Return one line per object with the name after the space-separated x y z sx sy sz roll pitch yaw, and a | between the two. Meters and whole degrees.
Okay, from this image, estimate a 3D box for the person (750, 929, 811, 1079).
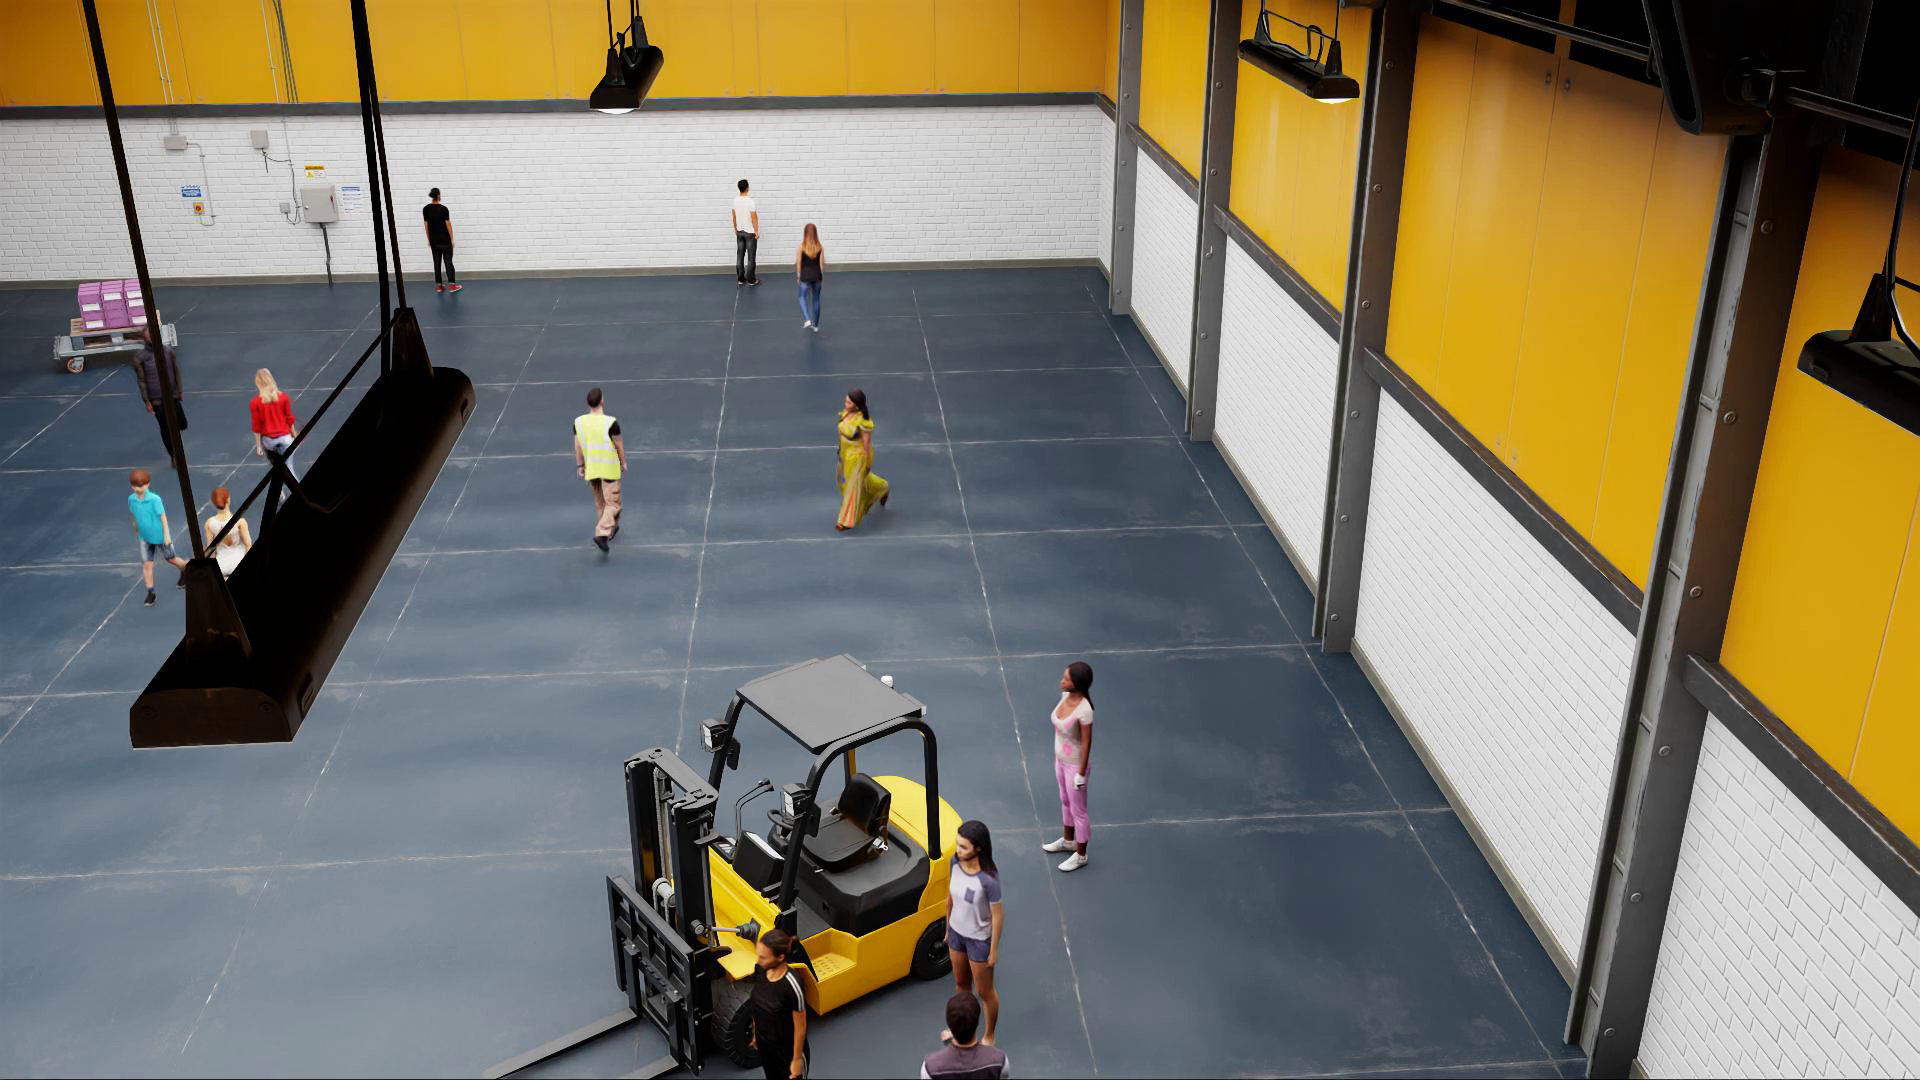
-1.050 2.975 9.858 0.719 1.668 0.636 -20 31 -38 | person

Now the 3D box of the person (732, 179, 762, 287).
-3.690 -5.301 28.621 0.715 1.805 0.721 12 26 25 | person

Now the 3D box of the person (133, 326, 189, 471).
-9.868 -1.766 20.510 1.001 1.825 0.940 17 29 34 | person

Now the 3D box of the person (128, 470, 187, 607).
-8.287 -0.093 17.185 0.658 1.423 0.992 3 24 6 | person

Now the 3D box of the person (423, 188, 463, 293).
-8.805 -5.084 28.185 0.674 1.756 0.628 3 24 8 | person

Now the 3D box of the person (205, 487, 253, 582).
-7.029 0.267 16.084 0.587 1.644 0.585 -3 24 -7 | person

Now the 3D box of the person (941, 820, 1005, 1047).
0.086 2.557 10.735 0.633 1.733 0.710 21 31 40 | person

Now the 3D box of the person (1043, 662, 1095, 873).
0.867 1.704 12.676 0.685 1.740 0.526 -8 25 -17 | person

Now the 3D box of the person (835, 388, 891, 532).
-1.122 -0.947 18.872 1.116 1.636 1.146 -18 29 -35 | person

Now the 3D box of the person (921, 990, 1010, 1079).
0.038 3.244 9.020 0.651 1.848 0.561 -3 24 -6 | person

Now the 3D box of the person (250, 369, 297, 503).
-7.856 -1.111 19.201 0.970 1.673 1.195 -15 28 -31 | person

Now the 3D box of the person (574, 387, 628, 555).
-3.916 -0.746 18.177 0.930 1.824 1.158 6 24 14 | person

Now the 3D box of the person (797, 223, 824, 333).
-2.313 -4.049 25.879 0.629 1.706 0.667 -6 24 -14 | person
